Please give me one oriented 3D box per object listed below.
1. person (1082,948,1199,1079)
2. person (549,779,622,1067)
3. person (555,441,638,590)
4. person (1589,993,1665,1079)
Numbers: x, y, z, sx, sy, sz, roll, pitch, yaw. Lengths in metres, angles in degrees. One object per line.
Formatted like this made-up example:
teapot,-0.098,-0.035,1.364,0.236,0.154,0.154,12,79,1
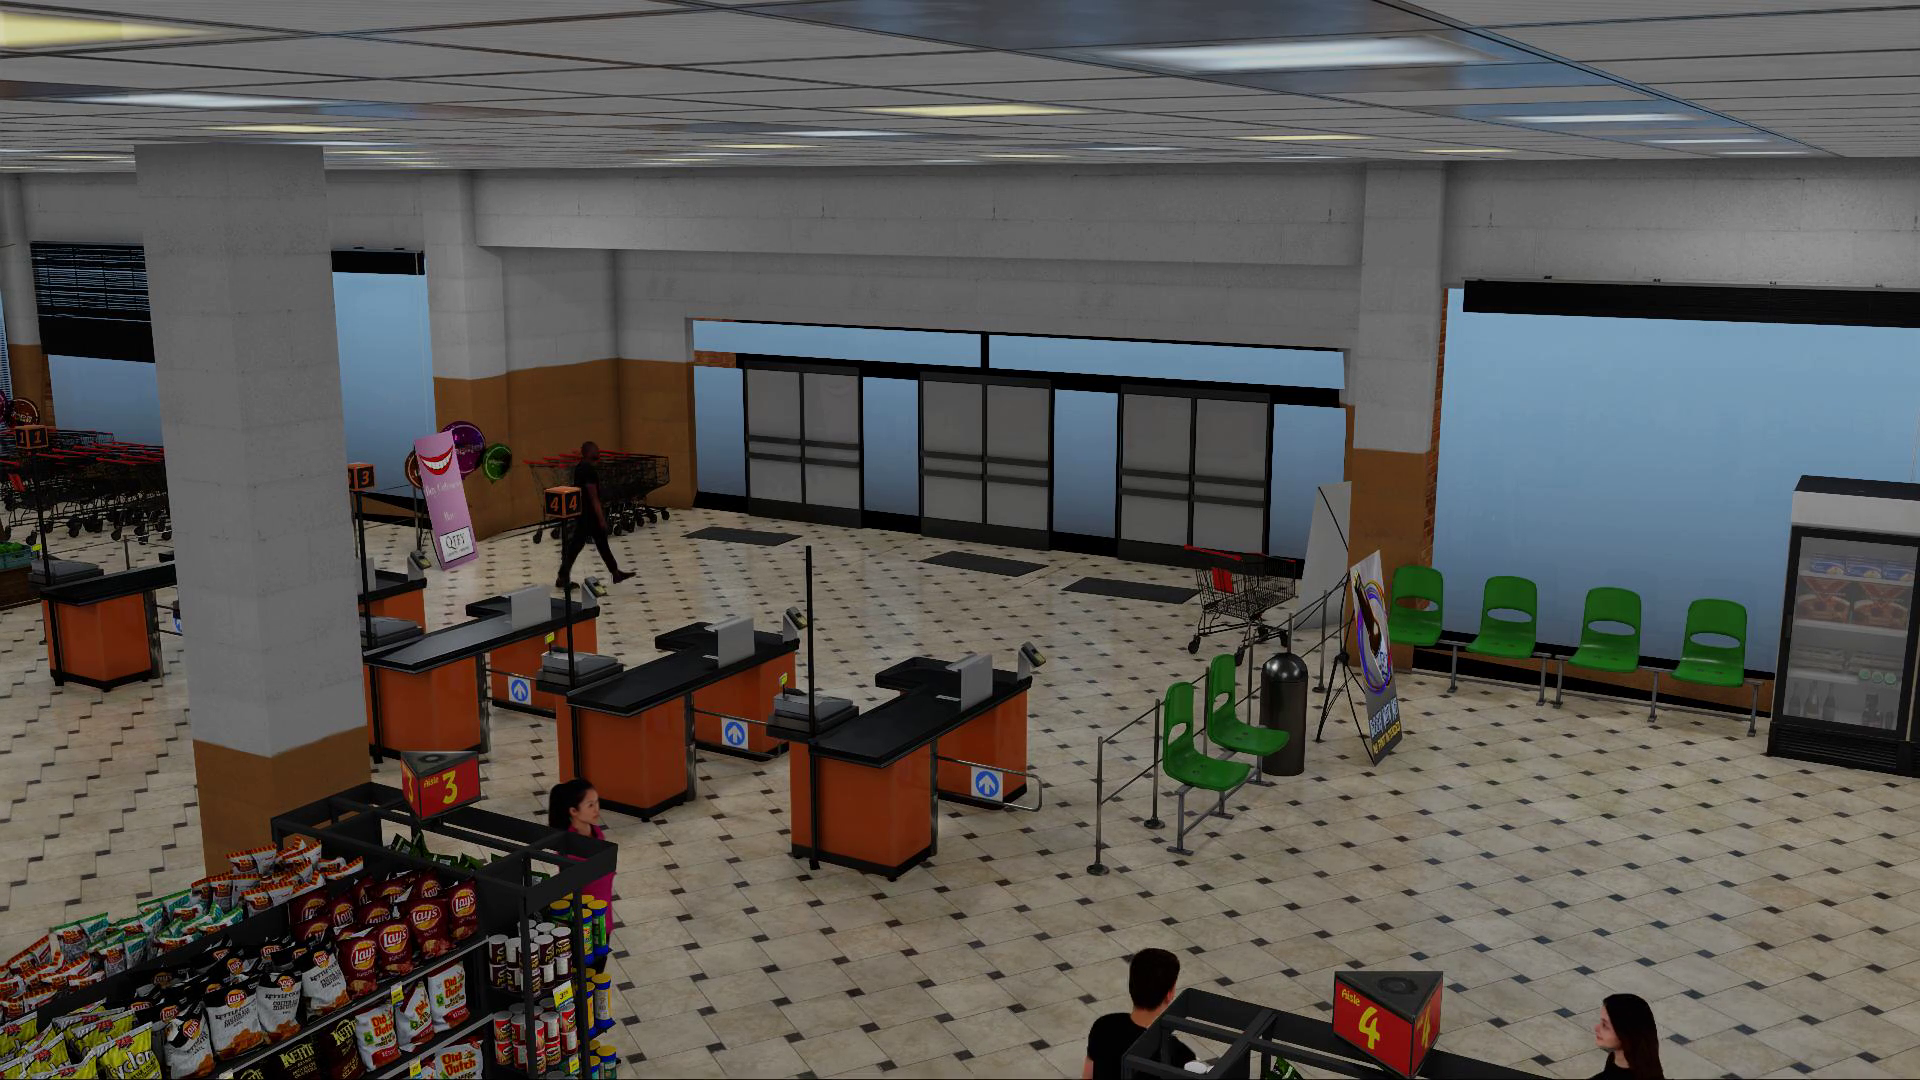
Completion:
person,0.621,2.516,6.524,0.755,1.845,0.769,10,16,40
person,-2.015,2.089,8.908,0.726,1.698,0.613,2,12,9
person,-4.543,-0.250,19.858,1.262,1.763,1.194,-3,12,-15
person,2.741,2.596,6.674,0.764,1.627,0.659,1,12,4
